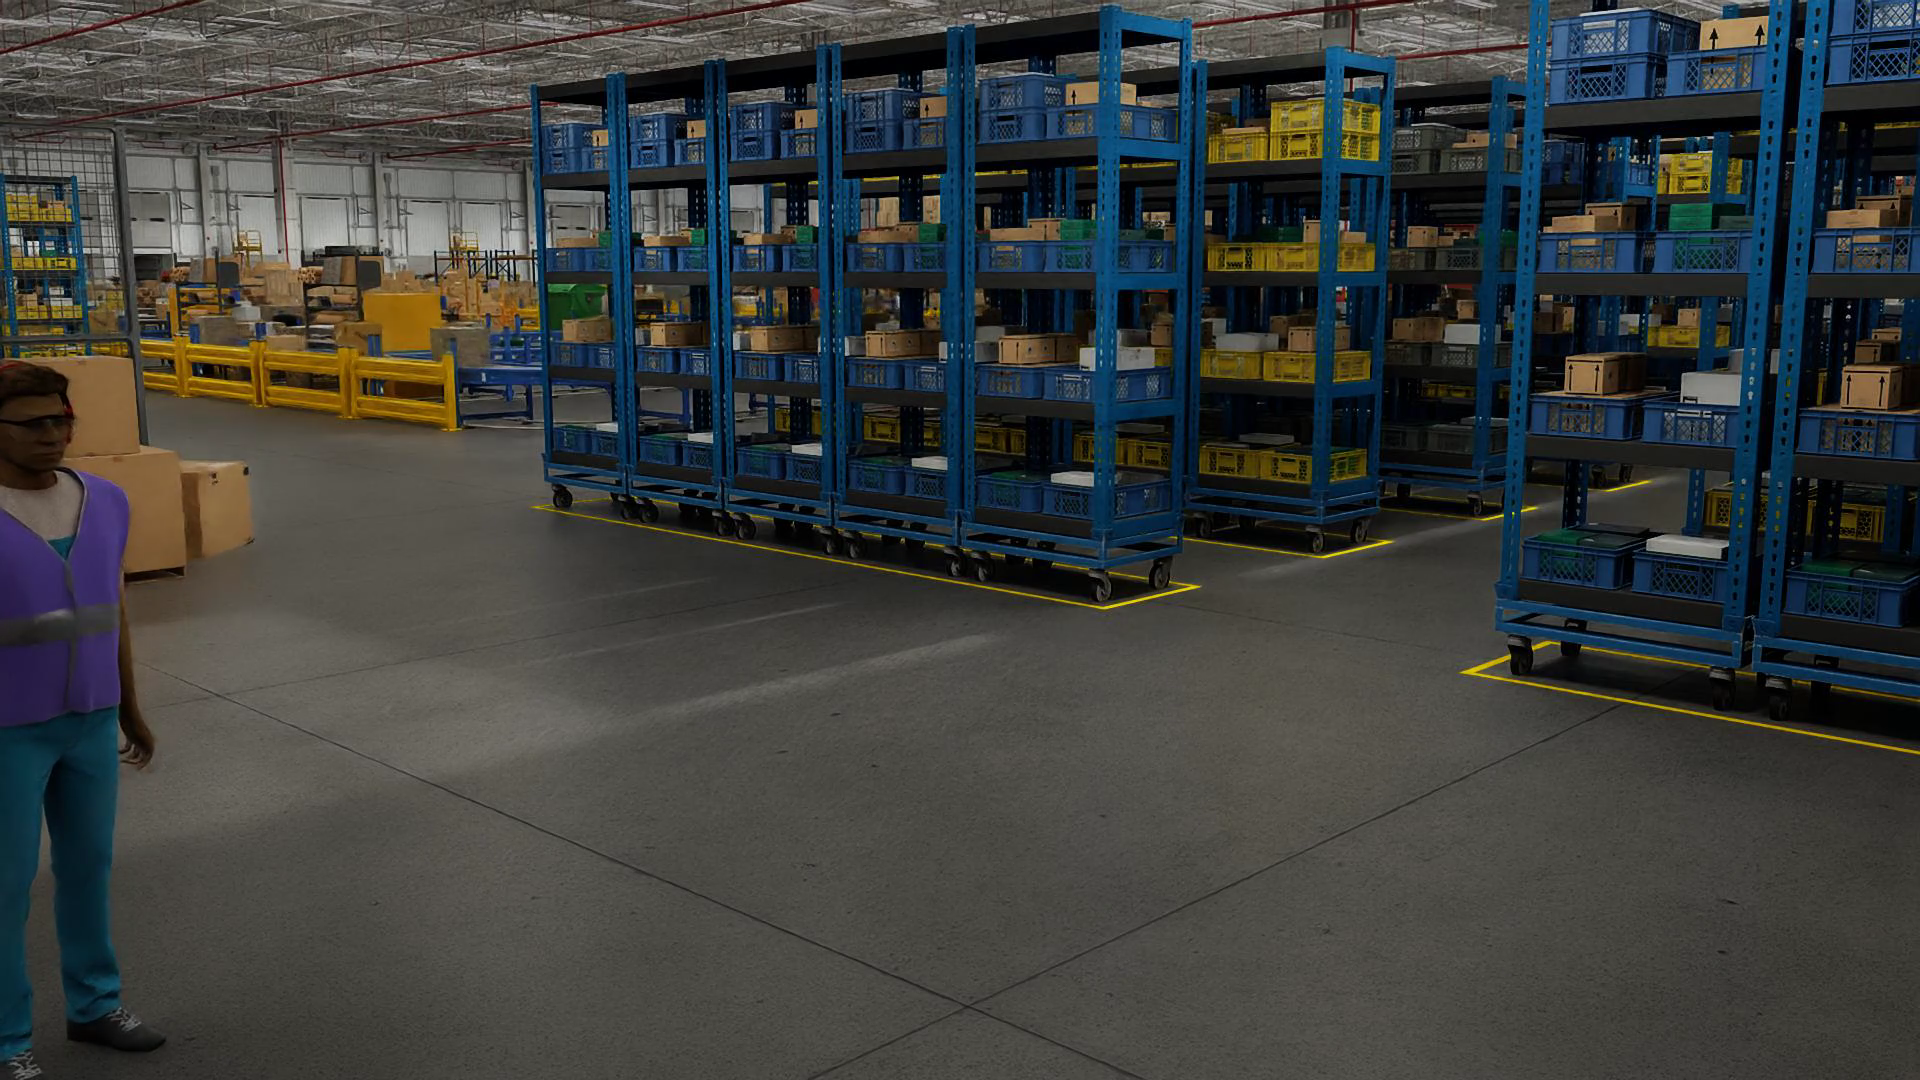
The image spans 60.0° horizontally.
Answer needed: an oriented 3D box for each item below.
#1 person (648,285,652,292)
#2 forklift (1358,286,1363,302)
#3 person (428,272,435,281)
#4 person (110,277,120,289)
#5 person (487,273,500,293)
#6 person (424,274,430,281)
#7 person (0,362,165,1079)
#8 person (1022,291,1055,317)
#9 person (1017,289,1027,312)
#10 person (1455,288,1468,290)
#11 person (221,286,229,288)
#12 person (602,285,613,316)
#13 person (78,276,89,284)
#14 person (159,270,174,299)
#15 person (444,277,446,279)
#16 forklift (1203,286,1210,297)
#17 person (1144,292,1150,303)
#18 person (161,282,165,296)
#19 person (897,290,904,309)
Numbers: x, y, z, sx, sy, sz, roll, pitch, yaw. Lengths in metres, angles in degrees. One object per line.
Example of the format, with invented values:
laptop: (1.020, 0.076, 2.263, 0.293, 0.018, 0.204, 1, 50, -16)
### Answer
person: (-11.524, -9.067, 62.660, 0.393, 1.852, 0.547, -8, 12, -41)
forklift: (11.100, -7.017, 46.970, 1.873, 2.768, 1.129, 9, 13, 43)
person: (-29.109, -13.752, 91.246, 0.787, 1.911, 0.547, 3, 10, 20)
person: (-28.909, -8.111, 56.964, 0.980, 1.796, 0.591, -5, 11, -30)
person: (-21.687, -11.472, 77.321, 0.586, 1.891, 0.901, -3, 10, -16)
person: (-27.427, -12.791, 85.680, 0.944, 1.805, 0.524, 3, 10, 19)
person: (-2.341, 0.470, 4.226, 0.373, 1.843, 0.571, 4, 10, 24)
person: (1.042, -2.639, 23.150, 0.418, 1.887, 0.656, -7, 12, -38)
person: (0.921, -2.875, 24.857, 0.596, 1.806, 0.740, 7, 11, 35)
person: (20.701, -10.134, 68.707, 0.604, 2.029, 0.412, 8, 12, 41)
person: (-28.105, -9.285, 63.717, 1.008, 1.941, 0.613, 4, 10, 21)
person: (-8.650, -5.552, 41.455, 0.542, 1.745, 0.526, -8, 13, -42)
person: (-39.181, -11.048, 74.796, 0.979, 1.884, 0.622, -1, 9, -5)
person: (-23.250, -6.936, 49.061, 0.639, 2.030, 0.614, -4, 10, -25)
person: (-24.699, -11.835, 80.128, 0.318, 1.697, 0.535, 3, 10, 20)
forklift: (9.324, -9.340, 61.207, 1.873, 2.768, 1.129, 9, 13, 43)
person: (7.032, -9.021, 62.874, 0.322, 1.697, 0.535, 1, 9, 6)
person: (-36.250, -11.178, 75.963, 0.311, 1.741, 0.493, 7, 12, 38)
person: (-1.416, -5.826, 43.427, 0.543, 1.643, 0.894, -9, 13, -43)
